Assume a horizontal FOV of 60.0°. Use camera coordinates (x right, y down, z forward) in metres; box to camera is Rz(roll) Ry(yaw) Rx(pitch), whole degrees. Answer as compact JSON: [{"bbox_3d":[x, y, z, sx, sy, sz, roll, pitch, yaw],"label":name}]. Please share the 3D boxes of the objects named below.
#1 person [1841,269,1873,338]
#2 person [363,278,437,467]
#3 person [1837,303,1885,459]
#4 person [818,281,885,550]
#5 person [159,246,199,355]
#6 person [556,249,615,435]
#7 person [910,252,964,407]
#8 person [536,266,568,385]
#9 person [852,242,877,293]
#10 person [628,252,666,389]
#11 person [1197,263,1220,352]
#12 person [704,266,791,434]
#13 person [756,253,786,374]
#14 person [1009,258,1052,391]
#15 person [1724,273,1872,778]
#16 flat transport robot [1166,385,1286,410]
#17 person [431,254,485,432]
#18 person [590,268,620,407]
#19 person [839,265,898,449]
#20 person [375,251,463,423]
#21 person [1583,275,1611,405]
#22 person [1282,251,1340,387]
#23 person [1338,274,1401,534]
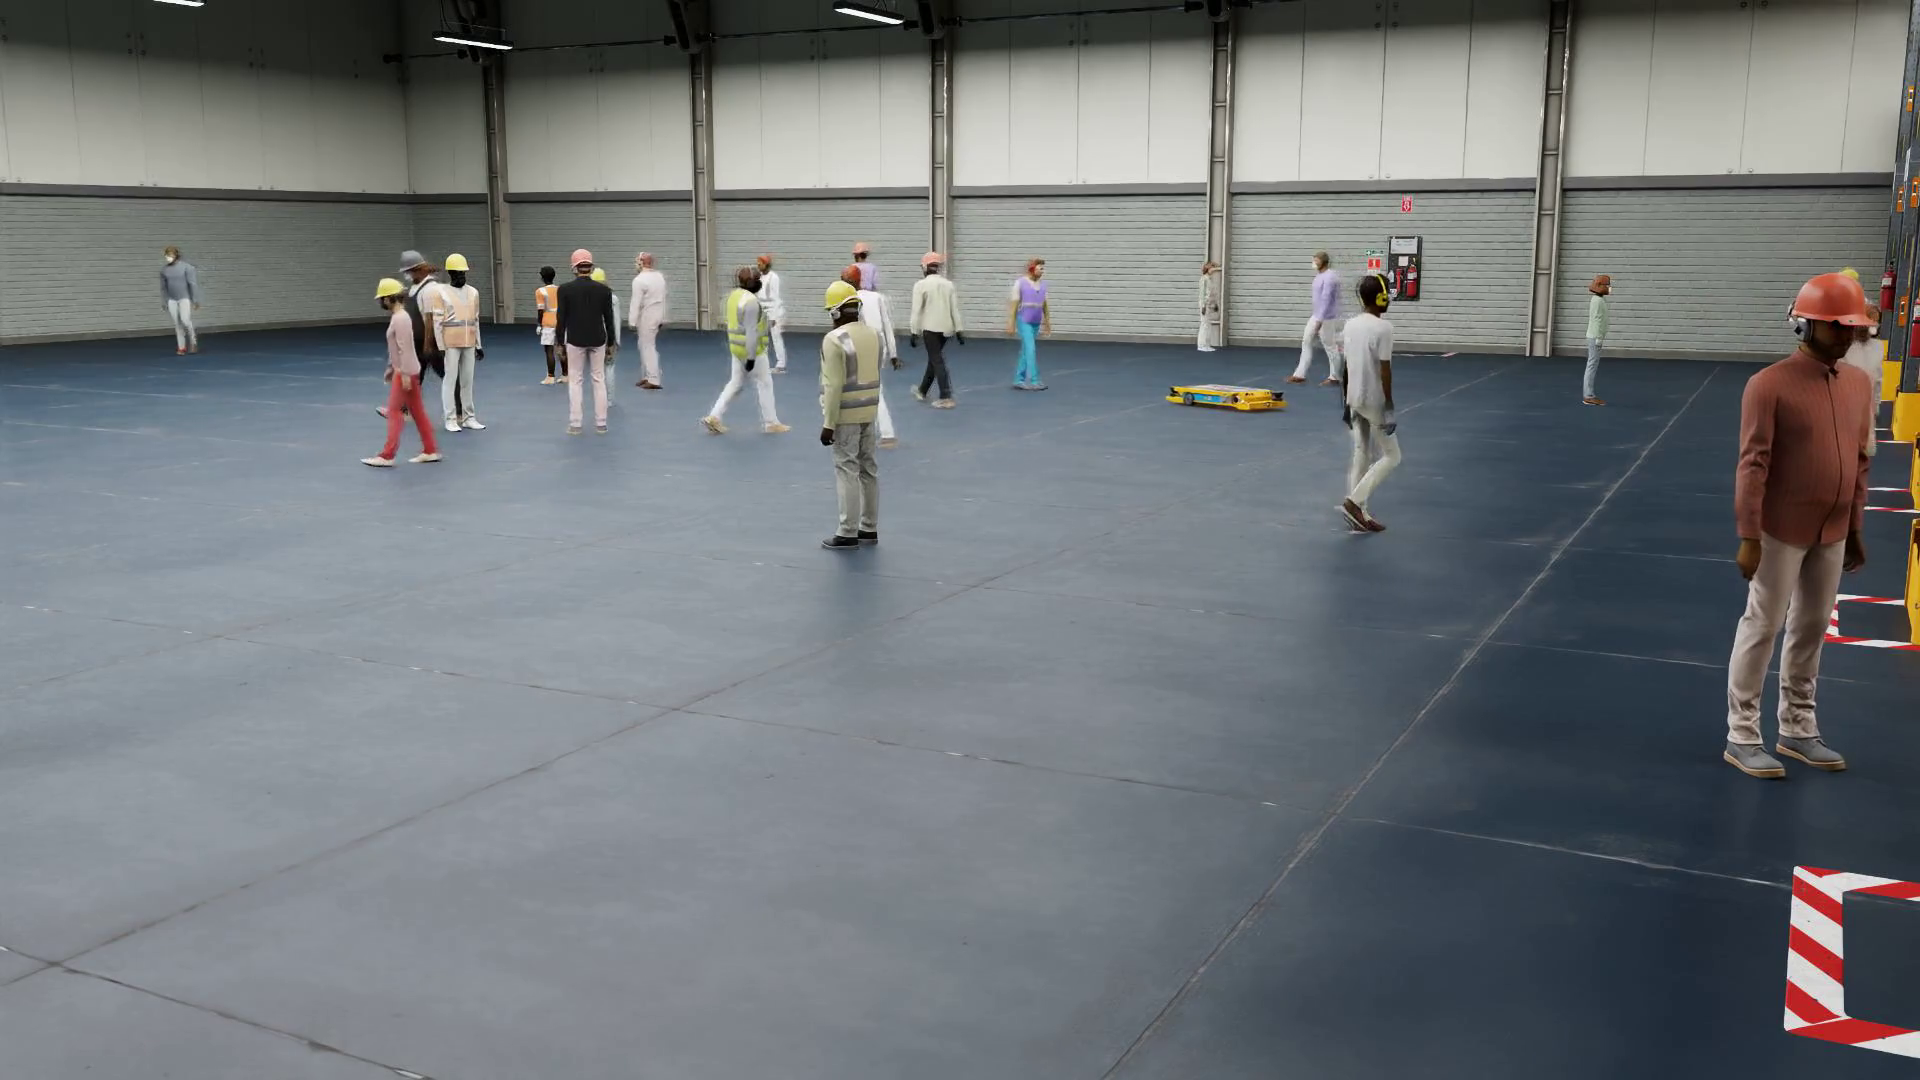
[{"bbox_3d":[9.602,-2.071,18.191,0.639,1.769,0.965,6,12,29],"label":"person"},{"bbox_3d":[-5.207,-1.550,15.422,0.557,1.749,0.541,-2,11,-13],"label":"person"},{"bbox_3d":[6.811,-1.009,12.767,0.518,1.618,0.439,-3,11,-16],"label":"person"},{"bbox_3d":[-0.758,-0.840,11.315,0.404,1.821,0.590,7,12,32],"label":"person"},{"bbox_3d":[-13.864,-4.235,29.522,0.674,1.930,0.423,1,10,4],"label":"person"},{"bbox_3d":[-4.039,-2.125,17.914,0.622,1.980,0.437,-5,12,-27],"label":"person"},{"bbox_3d":[-0.353,-2.644,20.913,0.645,1.911,1.150,-8,13,-39],"label":"person"},{"bbox_3d":[-5.813,-3.047,23.698,0.322,1.692,0.530,8,13,37],"label":"person"},{"bbox_3d":[-1.657,-4.154,28.881,0.950,2.015,0.616,9,14,40],"label":"person"},{"bbox_3d":[-4.449,-3.052,23.172,0.657,1.887,0.673,4,11,20],"label":"person"},{"bbox_3d":[4.562,-4.284,30.642,0.318,1.626,0.544,7,12,33],"label":"person"},{"bbox_3d":[-2.311,-2.026,17.830,0.886,1.809,0.624,-6,12,-30],"label":"person"},{"bbox_3d":[-2.977,-3.459,25.506,0.717,1.849,0.607,-7,13,-35],"label":"person"},{"bbox_3d":[1.023,-2.927,22.715,0.561,1.803,0.889,-9,14,-40],"label":"person"},{"bbox_3d":[3.322,-0.047,6.546,0.613,1.986,0.400,-4,11,-21],"label":"person"},{"bbox_3d":[3.307,-1.794,20.746,0.652,0.197,1.431,-8,13,-37],"label":"flat transport robot"},{"bbox_3d":[-5.465,-2.150,18.168,0.365,1.928,0.585,7,13,35],"label":"person"},{"bbox_3d":[-4.428,-2.450,20.341,0.507,1.717,0.718,-4,11,-21],"label":"person"},{"bbox_3d":[-0.981,-1.840,16.752,0.908,1.821,0.589,9,14,40],"label":"person"},{"bbox_3d":[-6.051,-2.307,18.715,1.053,2.000,0.762,-7,12,-33],"label":"person"},{"bbox_3d":[8.063,-2.529,21.035,0.285,1.633,0.497,3,11,18],"label":"person"},{"bbox_3d":[4.977,-3.091,23.354,0.904,1.902,0.650,-2,11,-9],"label":"person"},{"bbox_3d":[2.913,-0.951,11.806,0.411,1.860,0.544,-5,12,-27],"label":"person"}]
